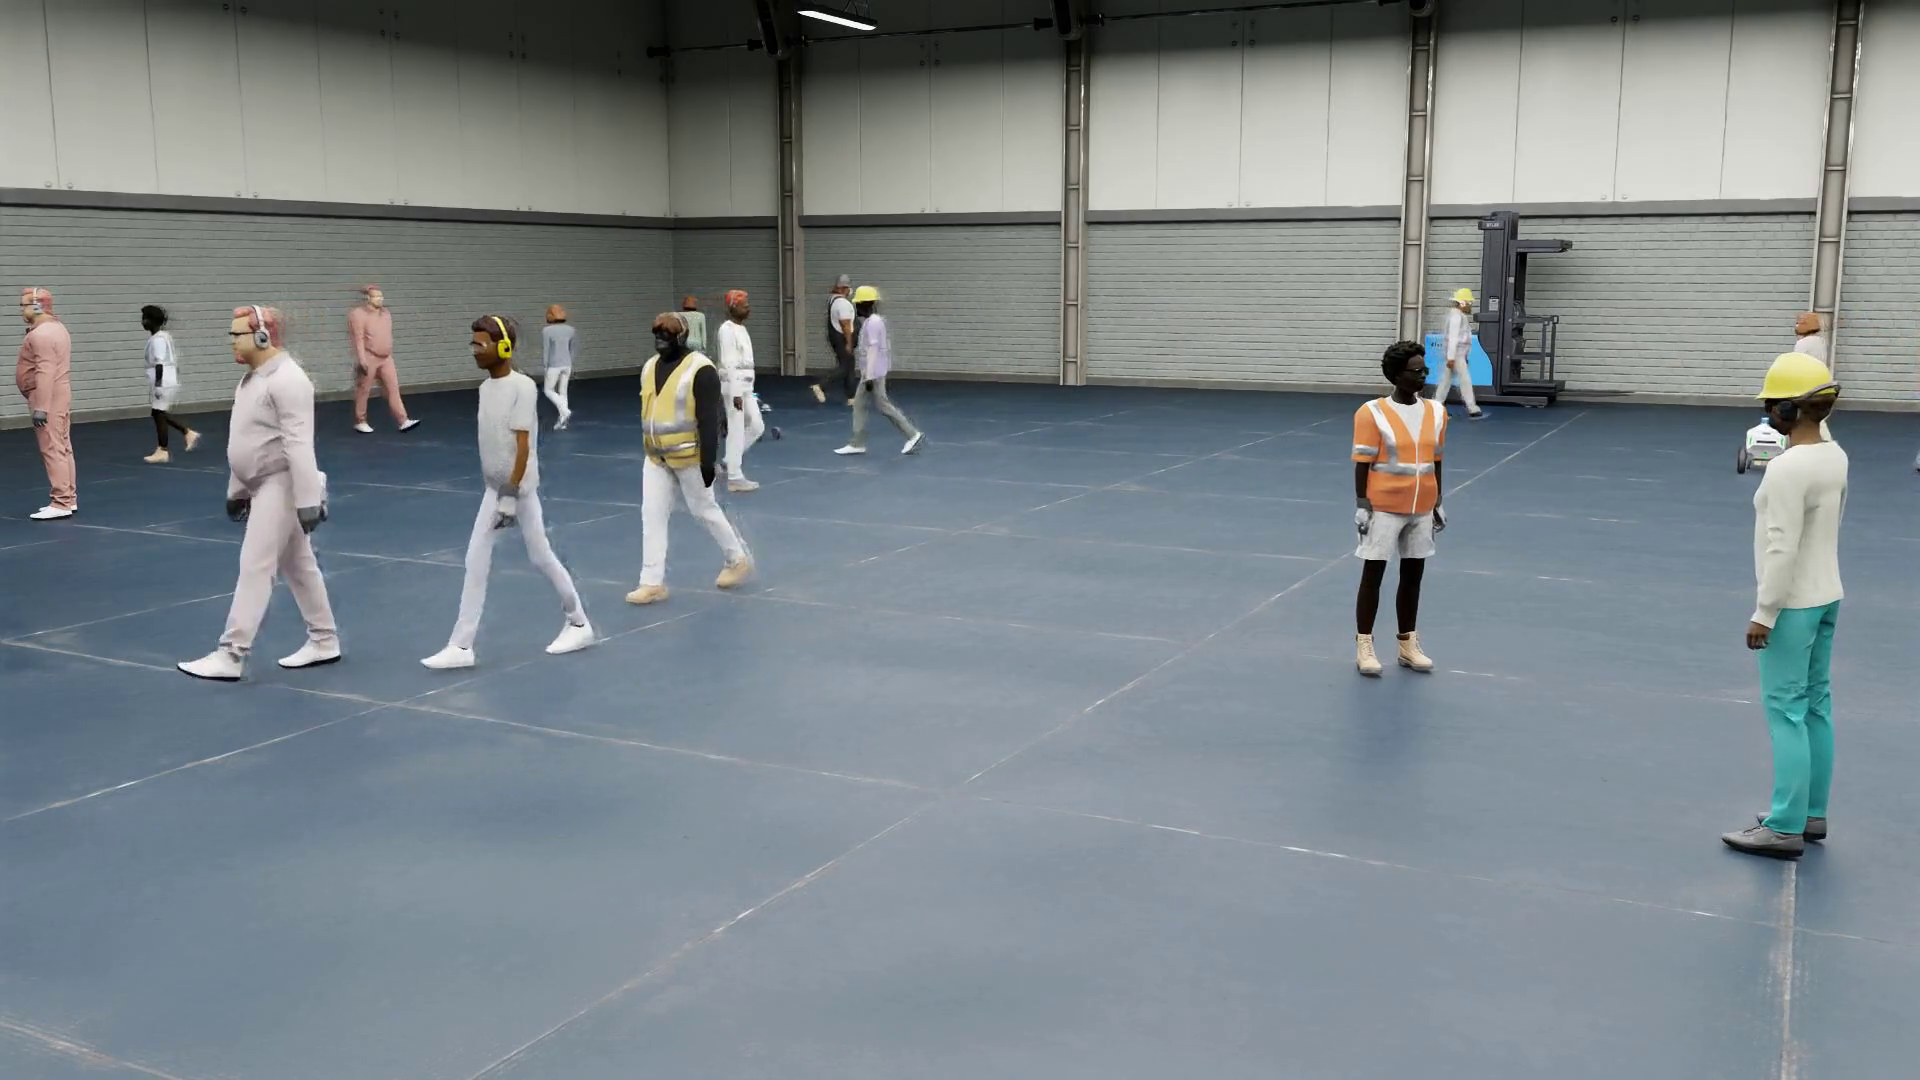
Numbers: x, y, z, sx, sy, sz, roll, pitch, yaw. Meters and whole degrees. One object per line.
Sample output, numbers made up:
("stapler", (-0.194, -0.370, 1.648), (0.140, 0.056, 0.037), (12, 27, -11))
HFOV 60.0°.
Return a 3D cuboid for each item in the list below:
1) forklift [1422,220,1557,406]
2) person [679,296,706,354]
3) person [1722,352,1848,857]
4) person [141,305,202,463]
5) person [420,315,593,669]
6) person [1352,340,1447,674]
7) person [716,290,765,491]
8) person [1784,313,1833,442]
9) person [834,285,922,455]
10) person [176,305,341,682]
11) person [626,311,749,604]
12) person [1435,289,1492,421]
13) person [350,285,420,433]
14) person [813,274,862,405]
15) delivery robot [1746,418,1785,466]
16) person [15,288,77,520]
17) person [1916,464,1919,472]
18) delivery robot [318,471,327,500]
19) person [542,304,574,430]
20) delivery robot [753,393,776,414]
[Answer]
("forklift", (8.245, -3.527, 25.720), (1.873, 2.768, 1.129), (5, 10, 27))
("person", (-4.444, -3.216, 27.503), (0.498, 1.633, 0.285), (-2, 10, -15))
("person", (2.925, 0.224, 5.885), (0.532, 1.765, 0.328), (-8, 12, -42))
("person", (-8.507, -1.675, 17.814), (0.494, 1.683, 0.547), (-4, 10, -22))
("person", (-2.362, -0.262, 8.717), (0.513, 1.828, 0.975), (7, 12, 38))
("person", (2.244, -0.167, 8.491), (0.540, 1.699, 0.315), (-3, 10, -17))
("person", (-2.054, -1.393, 15.530), (0.406, 1.868, 0.583), (2, 9, 14))
("person", (9.316, -1.714, 18.375), (0.520, 1.583, 0.874), (-9, 13, -43))
("person", (-0.914, -1.896, 18.580), (0.927, 1.894, 0.588), (-2, 9, -11))
("person", (-3.580, -0.229, 8.363), (0.904, 1.867, 0.662), (-7, 11, -36))
("person", (-1.708, -0.541, 10.501), (0.628, 1.811, 0.908), (6, 11, 34))
("person", (6.935, -2.546, 22.874), (0.876, 1.788, 0.617), (3, 10, 16))
("person", (-7.300, -2.258, 20.901), (0.993, 1.851, 0.677), (5, 11, 29))
("person", (-1.837, -3.044, 25.323), (0.813, 2.000, 0.686), (-3, 10, -17))
("delivery robot", (8.247, -1.006, 17.031), (0.477, 0.478, 0.707), (4, 10, 24))
("person", (-7.599, -1.133, 13.823), (0.409, 1.905, 0.651), (-3, 10, -17))
("person", (9.897, -1.435, 16.259), (0.913, 1.722, 0.539), (4, 10, 21))
("delivery robot", (-5.558, -0.481, 13.794), (0.707, 0.478, 0.477), (9, 13, 44))
("person", (-5.140, -2.217, 21.382), (0.457, 1.622, 0.504), (8, 12, 41))
("delivery robot", (-2.547, -1.691, 20.463), (0.335, 0.223, 0.698), (-8, 12, -41))
